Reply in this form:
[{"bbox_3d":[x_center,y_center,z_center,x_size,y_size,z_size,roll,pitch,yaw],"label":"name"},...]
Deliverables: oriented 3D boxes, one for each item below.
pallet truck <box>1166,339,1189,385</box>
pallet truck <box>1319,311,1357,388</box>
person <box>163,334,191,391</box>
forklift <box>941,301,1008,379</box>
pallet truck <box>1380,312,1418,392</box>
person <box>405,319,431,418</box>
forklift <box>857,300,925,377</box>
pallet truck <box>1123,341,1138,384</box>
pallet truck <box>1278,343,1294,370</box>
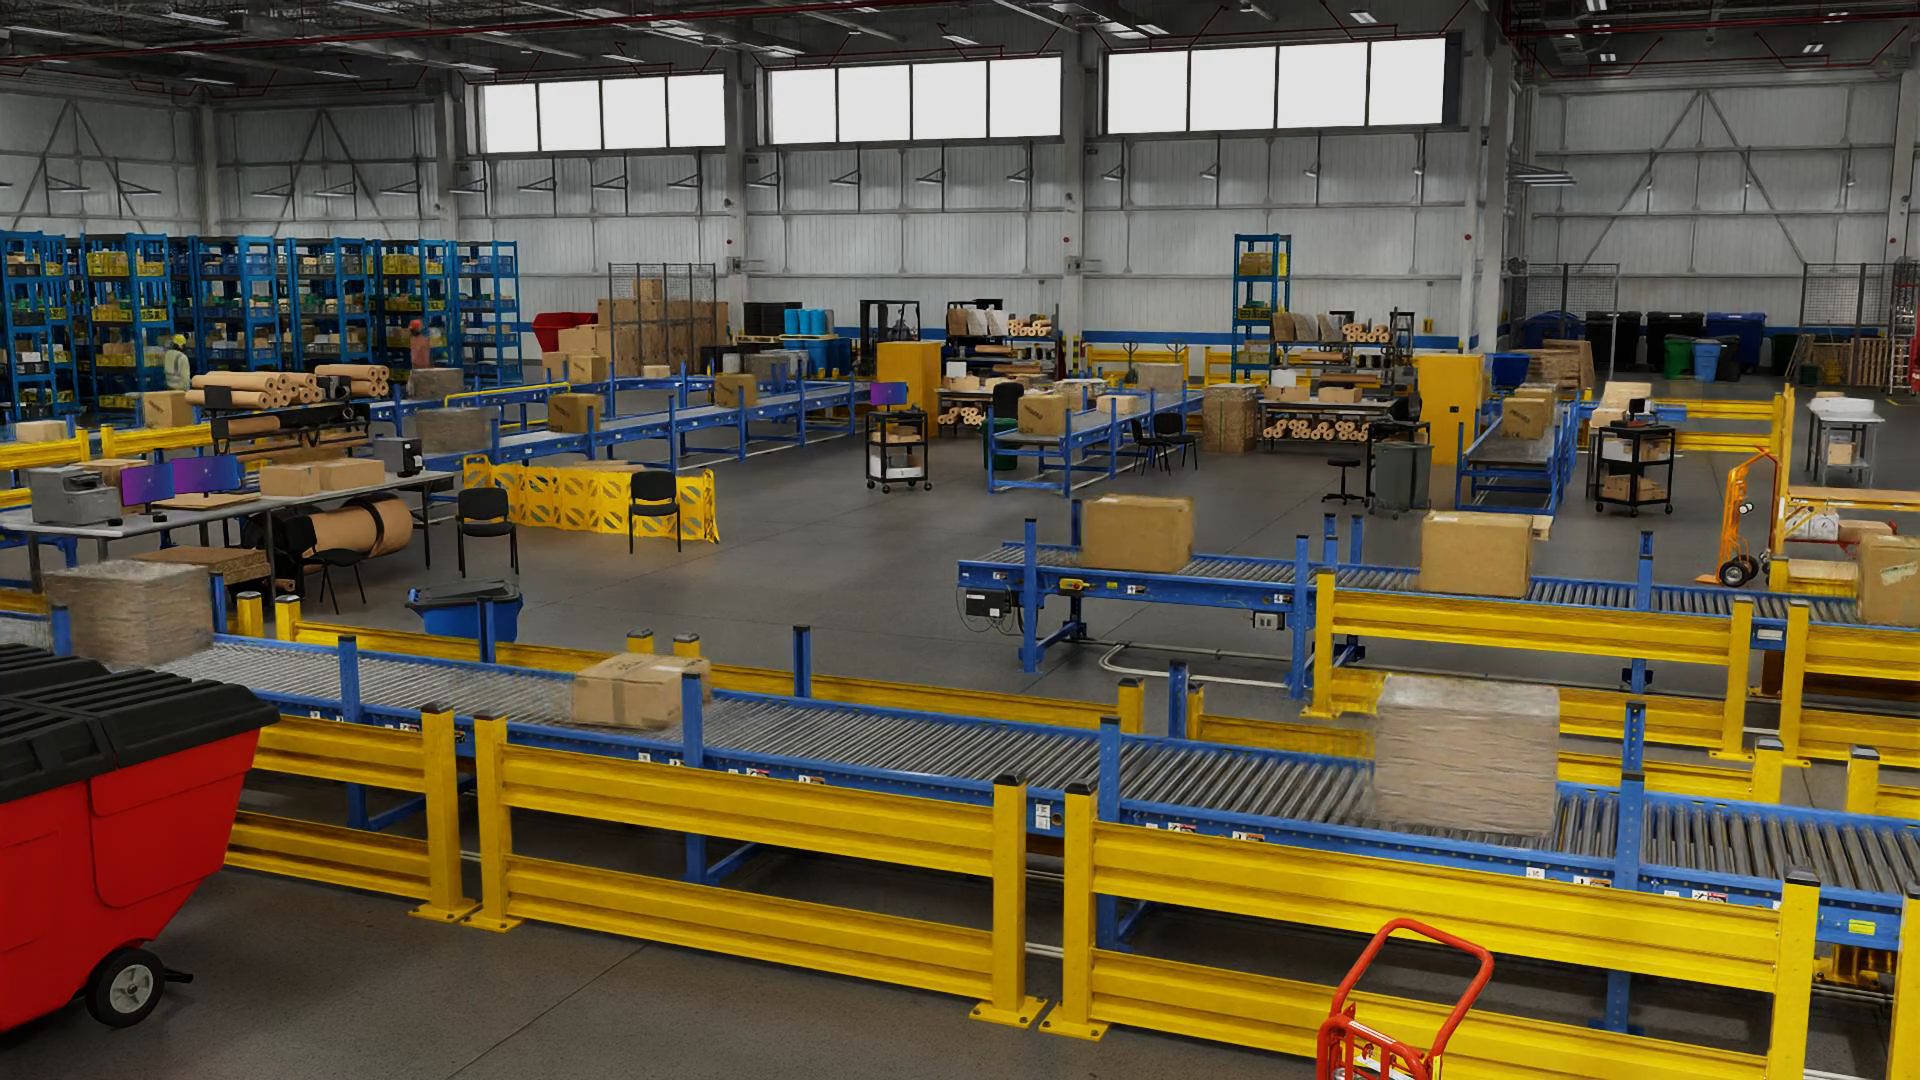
[{"bbox_3d":[5.418,-4.269,40.420,0.704,1.261,1.522,3,10,20],"label":"pallet truck"},{"bbox_3d":[9.071,-4.419,39.190,0.823,1.965,1.885,5,10,26],"label":"pallet truck"},{"bbox_3d":[-13.992,-2.776,29.781,0.604,1.813,0.462,5,11,28],"label":"person"},{"bbox_3d":[0.365,-4.966,41.571,1.157,1.987,2.680,3,10,20],"label":"forklift"},{"bbox_3d":[10.207,-4.283,38.369,0.823,1.965,1.885,3,10,20],"label":"pallet truck"},{"bbox_3d":[-10.799,-3.385,32.990,0.653,1.970,0.705,7,12,35],"label":"person"},{"bbox_3d":[-1.732,-5.109,42.468,1.157,1.987,2.680,4,10,22],"label":"forklift"},{"bbox_3d":[4.445,-4.380,41.279,0.680,1.201,1.601,4,10,22],"label":"pallet truck"},{"bbox_3d":[7.886,-4.163,39.743,0.653,1.274,1.630,4,10,22],"label":"pallet truck"}]
